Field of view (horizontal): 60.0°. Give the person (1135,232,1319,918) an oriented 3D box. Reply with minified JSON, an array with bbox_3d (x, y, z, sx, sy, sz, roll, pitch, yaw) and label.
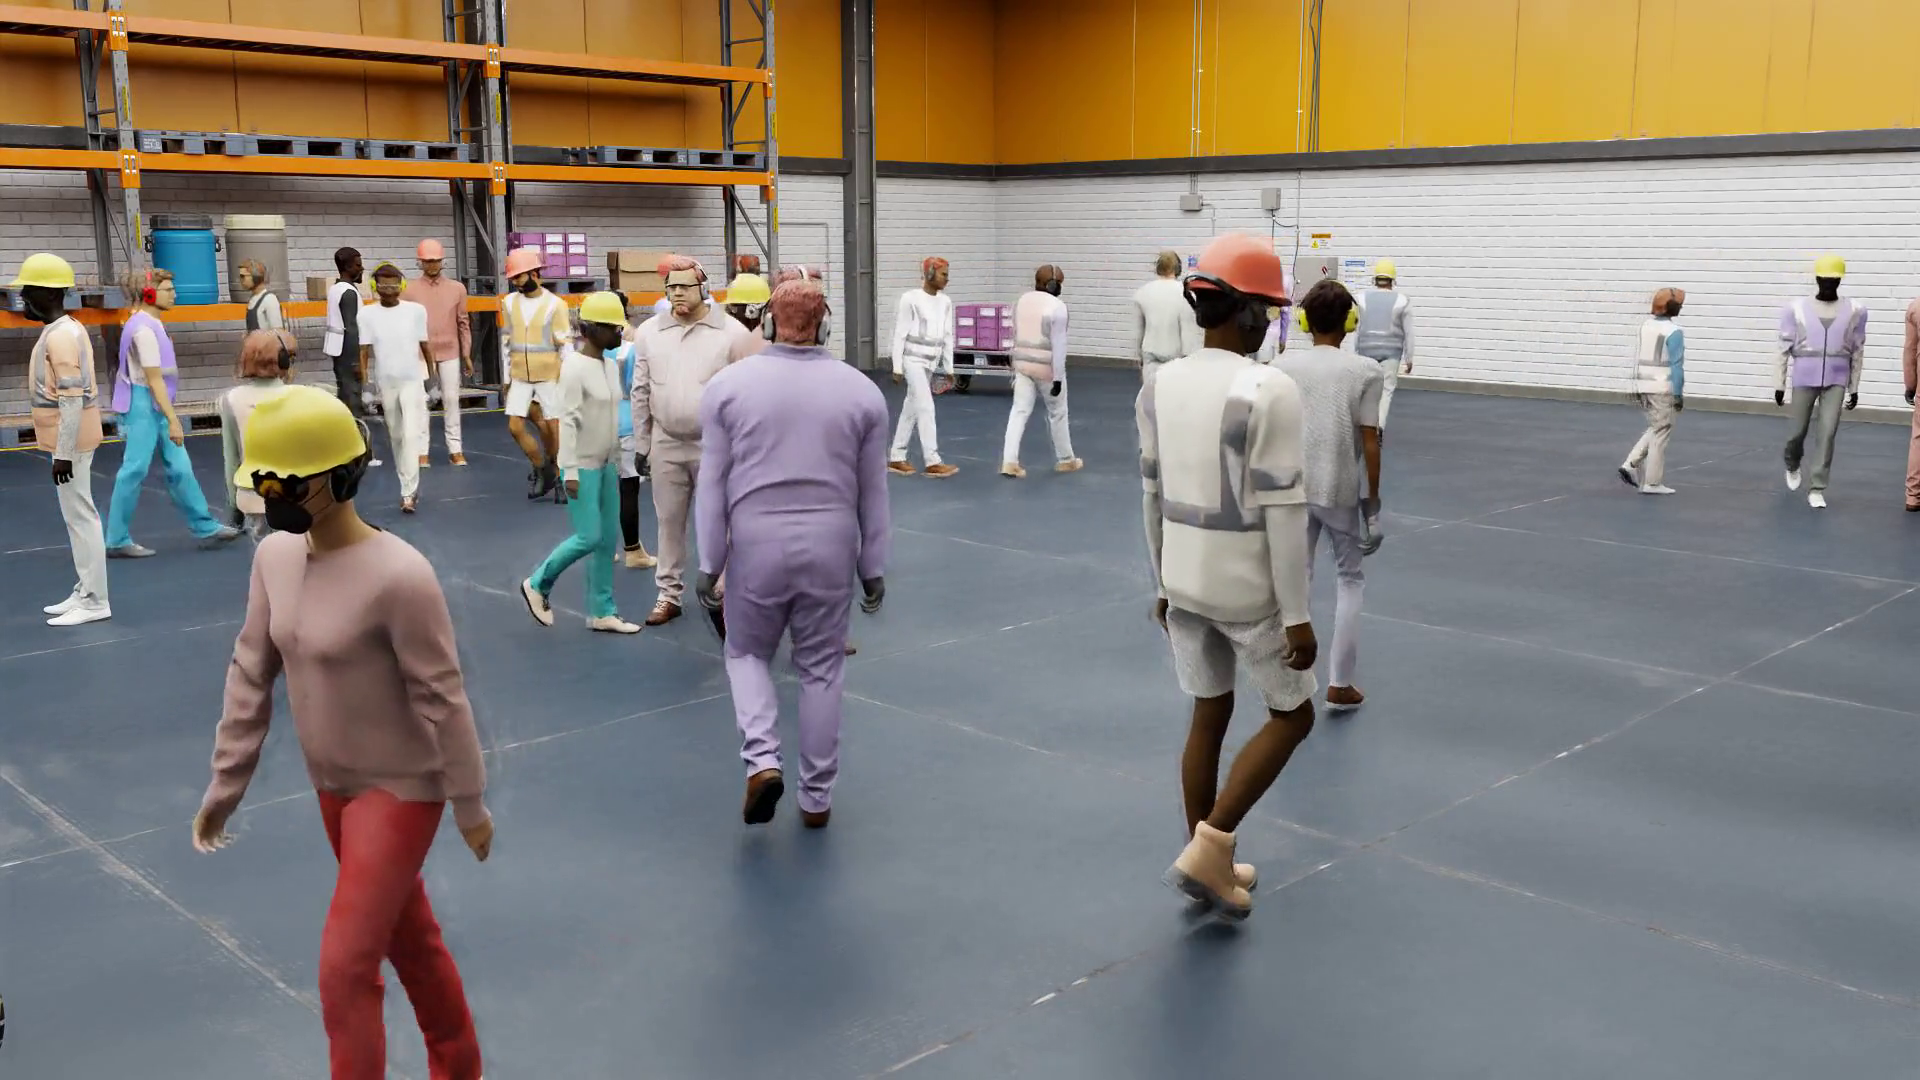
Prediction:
[{"bbox_3d":[0.787,0.133,4.842,0.408,2.025,0.645,-8,13,-36],"label":"person"}]

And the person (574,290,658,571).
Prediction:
[{"bbox_3d":[-2.085,-0.656,10.063,0.535,1.697,0.318,5,12,26],"label":"person"}]

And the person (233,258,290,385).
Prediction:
[{"bbox_3d":[-6.045,-1.505,14.347,0.604,1.822,0.514,-7,12,-32],"label":"person"}]

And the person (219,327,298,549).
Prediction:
[{"bbox_3d":[-3.093,-0.144,7.488,0.525,1.614,0.690,2,11,13],"label":"person"}]

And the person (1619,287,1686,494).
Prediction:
[{"bbox_3d":[5.469,-1.156,12.976,0.370,1.623,0.534,-1,10,-8],"label":"person"}]

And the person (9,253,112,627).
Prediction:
[{"bbox_3d":[-4.674,-0.519,8.677,0.363,1.930,0.587,-6,12,-29],"label":"person"}]

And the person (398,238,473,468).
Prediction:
[{"bbox_3d":[-4.580,-1.626,14.533,0.613,1.994,0.386,-5,12,-27],"label":"person"}]

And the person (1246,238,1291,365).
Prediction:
[{"bbox_3d":[3.215,-2.218,17.770,0.606,2.008,1.003,4,11,20],"label":"person"}]

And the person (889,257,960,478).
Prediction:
[{"bbox_3d":[-0.272,-1.444,13.962,0.830,1.836,0.602,7,12,33],"label":"person"}]

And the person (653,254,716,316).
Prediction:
[{"bbox_3d":[-2.247,-1.435,13.831,0.569,1.877,0.994,-3,11,-17],"label":"person"}]

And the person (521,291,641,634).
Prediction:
[{"bbox_3d":[-1.905,-0.377,8.368,0.556,1.747,0.558,3,11,16],"label":"person"}]

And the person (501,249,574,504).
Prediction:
[{"bbox_3d":[-3.174,-1.220,12.531,0.639,1.915,0.403,2,11,11],"label":"person"}]

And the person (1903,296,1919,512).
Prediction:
[{"bbox_3d":[7.182,-1.127,12.056,0.407,1.910,0.640,-7,13,-35],"label":"person"}]

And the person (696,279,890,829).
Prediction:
[{"bbox_3d":[-0.561,0.064,5.649,0.669,1.875,0.535,-2,11,-12],"label":"person"}]

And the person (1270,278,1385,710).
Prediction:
[{"bbox_3d":[1.522,-0.159,6.948,0.550,1.841,0.714,5,12,25],"label":"person"}]

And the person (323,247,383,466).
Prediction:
[{"bbox_3d":[-5.383,-1.606,14.637,0.398,1.920,0.590,-6,12,-30],"label":"person"}]

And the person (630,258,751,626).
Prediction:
[{"bbox_3d":[-1.386,-0.493,8.601,0.648,1.907,0.401,1,10,6],"label":"person"}]

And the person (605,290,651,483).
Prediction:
[{"bbox_3d":[-2.739,-1.199,13.304,0.512,1.599,0.861,10,14,44],"label":"person"}]

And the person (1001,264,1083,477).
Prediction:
[{"bbox_3d":[0.670,-1.416,13.999,0.615,1.791,0.990,9,13,39],"label":"person"}]

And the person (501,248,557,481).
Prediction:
[{"bbox_3d":[-3.496,-1.429,13.681,0.418,1.912,0.585,-8,13,-37],"label":"person"}]

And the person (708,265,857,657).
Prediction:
[{"bbox_3d":[-0.825,-0.339,7.816,0.600,1.886,0.656,-7,13,-35],"label":"person"}]

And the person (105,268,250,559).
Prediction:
[{"bbox_3d":[-4.991,-0.788,10.452,0.912,1.809,0.604,-4,11,-20],"label":"person"}]

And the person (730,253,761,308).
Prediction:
[{"bbox_3d":[-2.338,-2.157,17.884,1.004,1.838,0.581,-7,12,-32],"label":"person"}]

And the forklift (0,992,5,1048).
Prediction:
[{"bbox_3d":[-3.245,0.323,3.363,2.313,2.155,1.214,2,11,13],"label":"forklift"}]

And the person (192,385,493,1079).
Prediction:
[{"bbox_3d":[-1.295,0.545,3.444,0.529,1.726,0.798,8,13,37],"label":"person"}]

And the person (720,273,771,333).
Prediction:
[{"bbox_3d":[-1.059,-0.611,9.516,0.705,1.812,0.601,-2,11,-10],"label":"person"}]

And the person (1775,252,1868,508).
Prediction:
[{"bbox_3d":[6.490,-1.222,12.587,0.595,1.903,0.758,4,11,20],"label":"person"}]

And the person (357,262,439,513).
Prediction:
[{"bbox_3d":[-4.101,-1.101,12.125,0.510,1.821,0.892,-2,11,-10],"label":"person"}]

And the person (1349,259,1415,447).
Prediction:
[{"bbox_3d":[4.059,-1.803,16.064,0.606,1.801,0.882,5,12,26],"label":"person"}]

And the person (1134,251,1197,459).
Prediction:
[{"bbox_3d":[1.862,-1.674,15.122,0.645,1.881,1.043,6,12,29],"label":"person"}]
